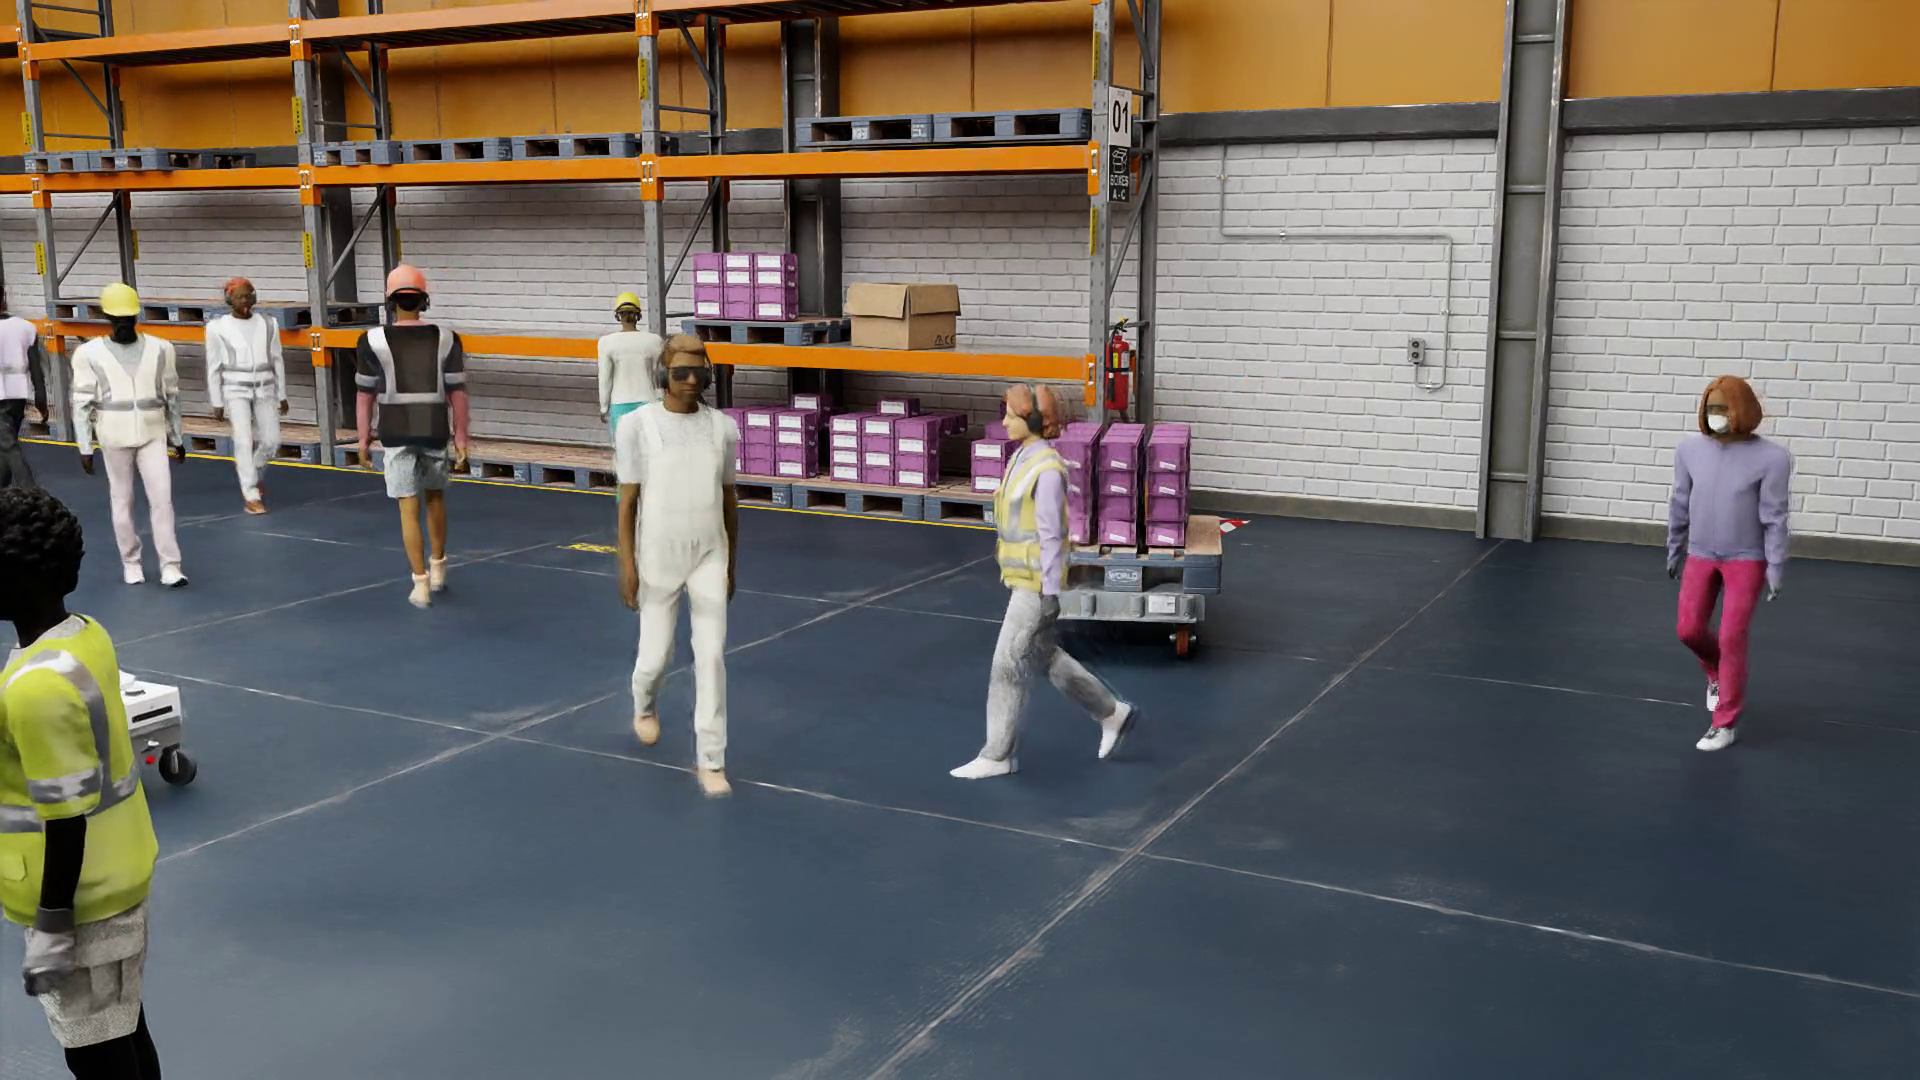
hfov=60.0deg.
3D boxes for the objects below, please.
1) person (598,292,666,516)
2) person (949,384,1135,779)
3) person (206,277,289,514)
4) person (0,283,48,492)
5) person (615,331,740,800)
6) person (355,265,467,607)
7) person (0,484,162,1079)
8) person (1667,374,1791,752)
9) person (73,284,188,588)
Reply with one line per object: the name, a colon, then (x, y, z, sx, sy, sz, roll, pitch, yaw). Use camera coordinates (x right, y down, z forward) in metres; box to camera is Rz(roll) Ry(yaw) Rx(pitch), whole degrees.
person: (-2.568, -1.057, 13.044, 0.524, 1.760, 0.326, -3, 11, -18)
person: (0.348, 0.165, 6.750, 0.750, 1.610, 0.525, -2, 10, -10)
person: (-5.665, -1.147, 13.215, 0.596, 1.871, 0.484, -9, 14, -42)
person: (-7.468, -1.098, 12.968, 1.021, 1.877, 0.603, 6, 12, 31)
person: (-1.124, 0.079, 6.629, 0.515, 1.831, 0.701, -5, 11, -24)
person: (-3.311, -0.629, 10.000, 0.610, 2.019, 0.763, -6, 12, -31)
person: (-1.836, 0.725, 3.440, 0.321, 1.696, 0.530, -4, 11, -21)
person: (3.332, 0.082, 7.191, 0.504, 1.612, 0.528, -9, 14, -42)
person: (-5.090, -0.617, 10.266, 0.624, 1.884, 0.922, -7, 13, -35)
